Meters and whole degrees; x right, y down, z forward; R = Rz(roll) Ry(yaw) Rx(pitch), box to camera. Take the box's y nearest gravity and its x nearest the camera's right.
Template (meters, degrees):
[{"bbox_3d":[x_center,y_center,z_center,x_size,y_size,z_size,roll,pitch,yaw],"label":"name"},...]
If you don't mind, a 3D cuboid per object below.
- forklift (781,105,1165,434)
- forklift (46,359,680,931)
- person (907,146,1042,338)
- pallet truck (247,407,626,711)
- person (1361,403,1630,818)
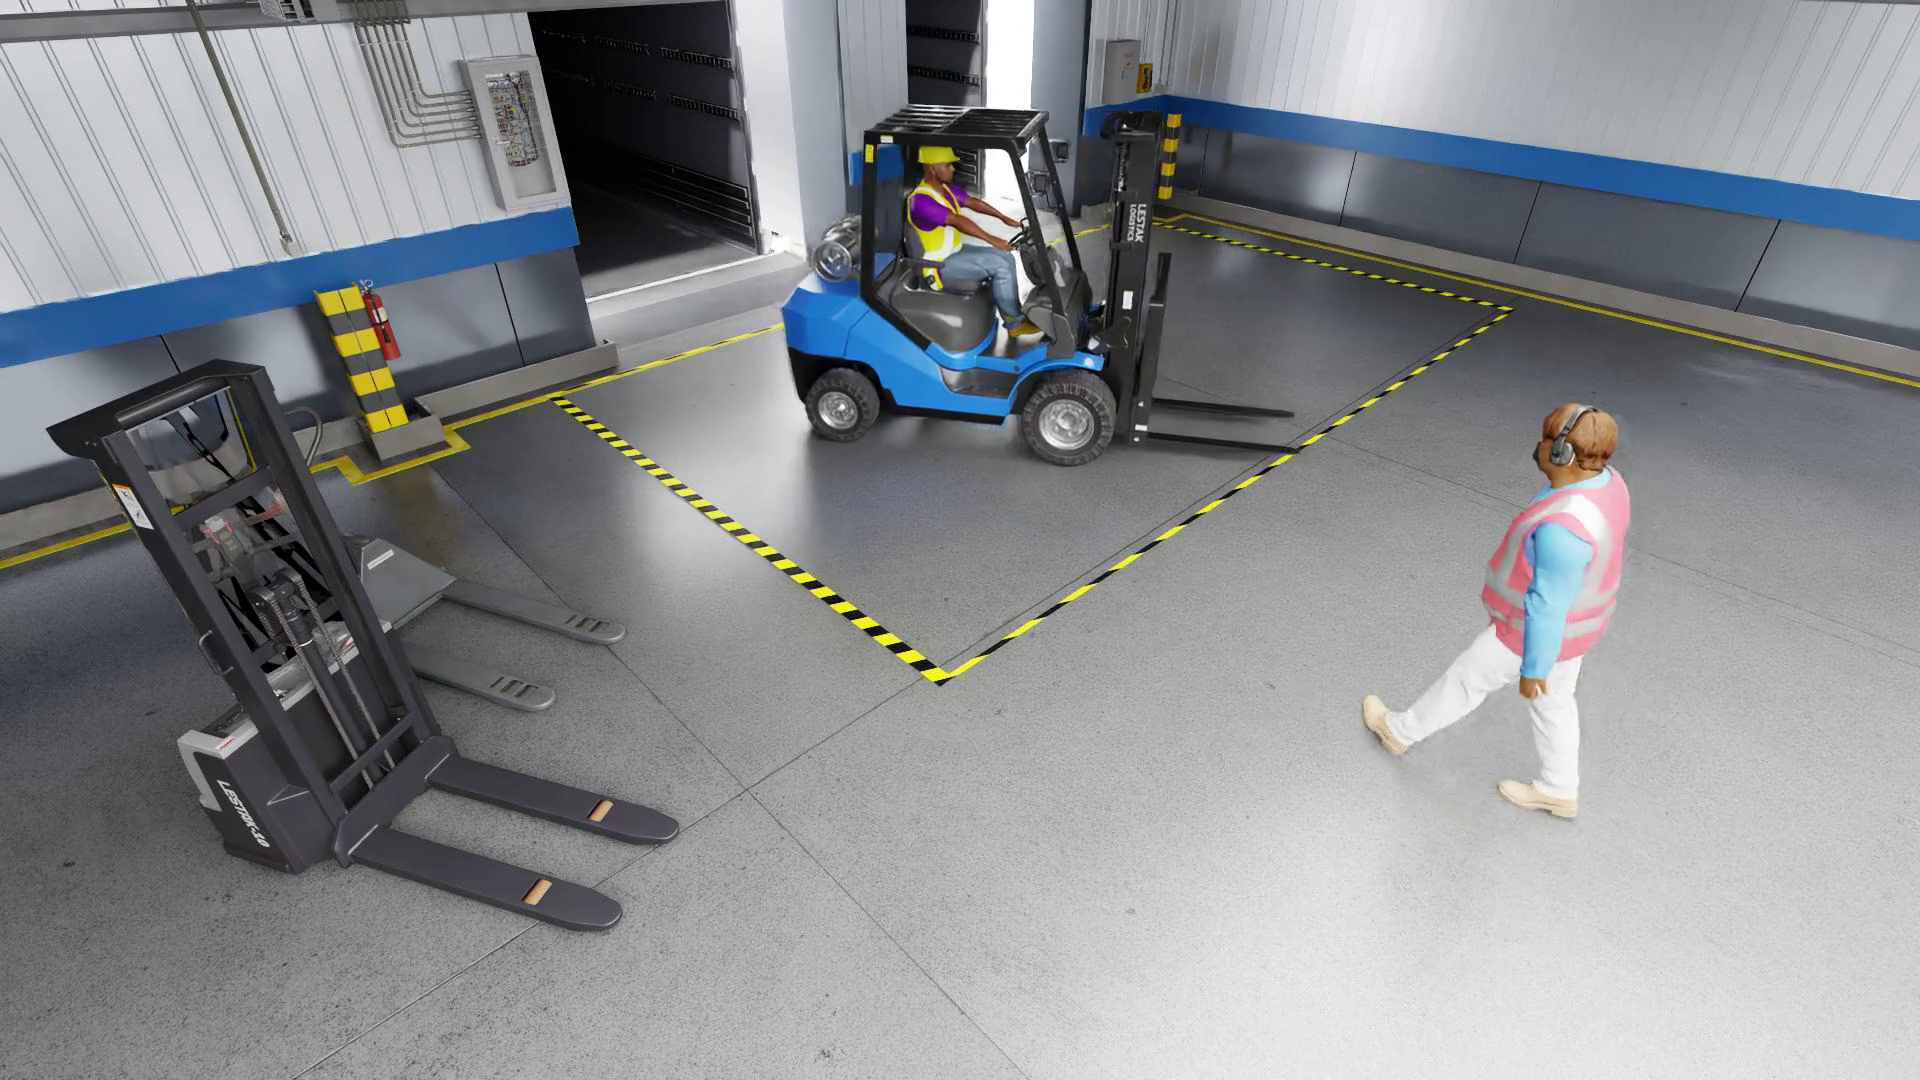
[{"bbox_3d":[0.104,-1.930,6.496,2.680,2.036,1.157,8,35,11],"label":"forklift"},{"bbox_3d":[-2.135,0.422,3.354,1.885,1.965,0.823,10,35,14],"label":"forklift"},{"bbox_3d":[0.160,-2.073,6.373,1.004,1.293,0.635,8,35,11],"label":"person"},{"bbox_3d":[-2.628,0.038,4.590,1.601,1.201,0.680,12,36,18],"label":"pallet truck"},{"bbox_3d":[2.269,0.316,3.690,0.650,1.791,0.935,-28,43,-35],"label":"person"}]
